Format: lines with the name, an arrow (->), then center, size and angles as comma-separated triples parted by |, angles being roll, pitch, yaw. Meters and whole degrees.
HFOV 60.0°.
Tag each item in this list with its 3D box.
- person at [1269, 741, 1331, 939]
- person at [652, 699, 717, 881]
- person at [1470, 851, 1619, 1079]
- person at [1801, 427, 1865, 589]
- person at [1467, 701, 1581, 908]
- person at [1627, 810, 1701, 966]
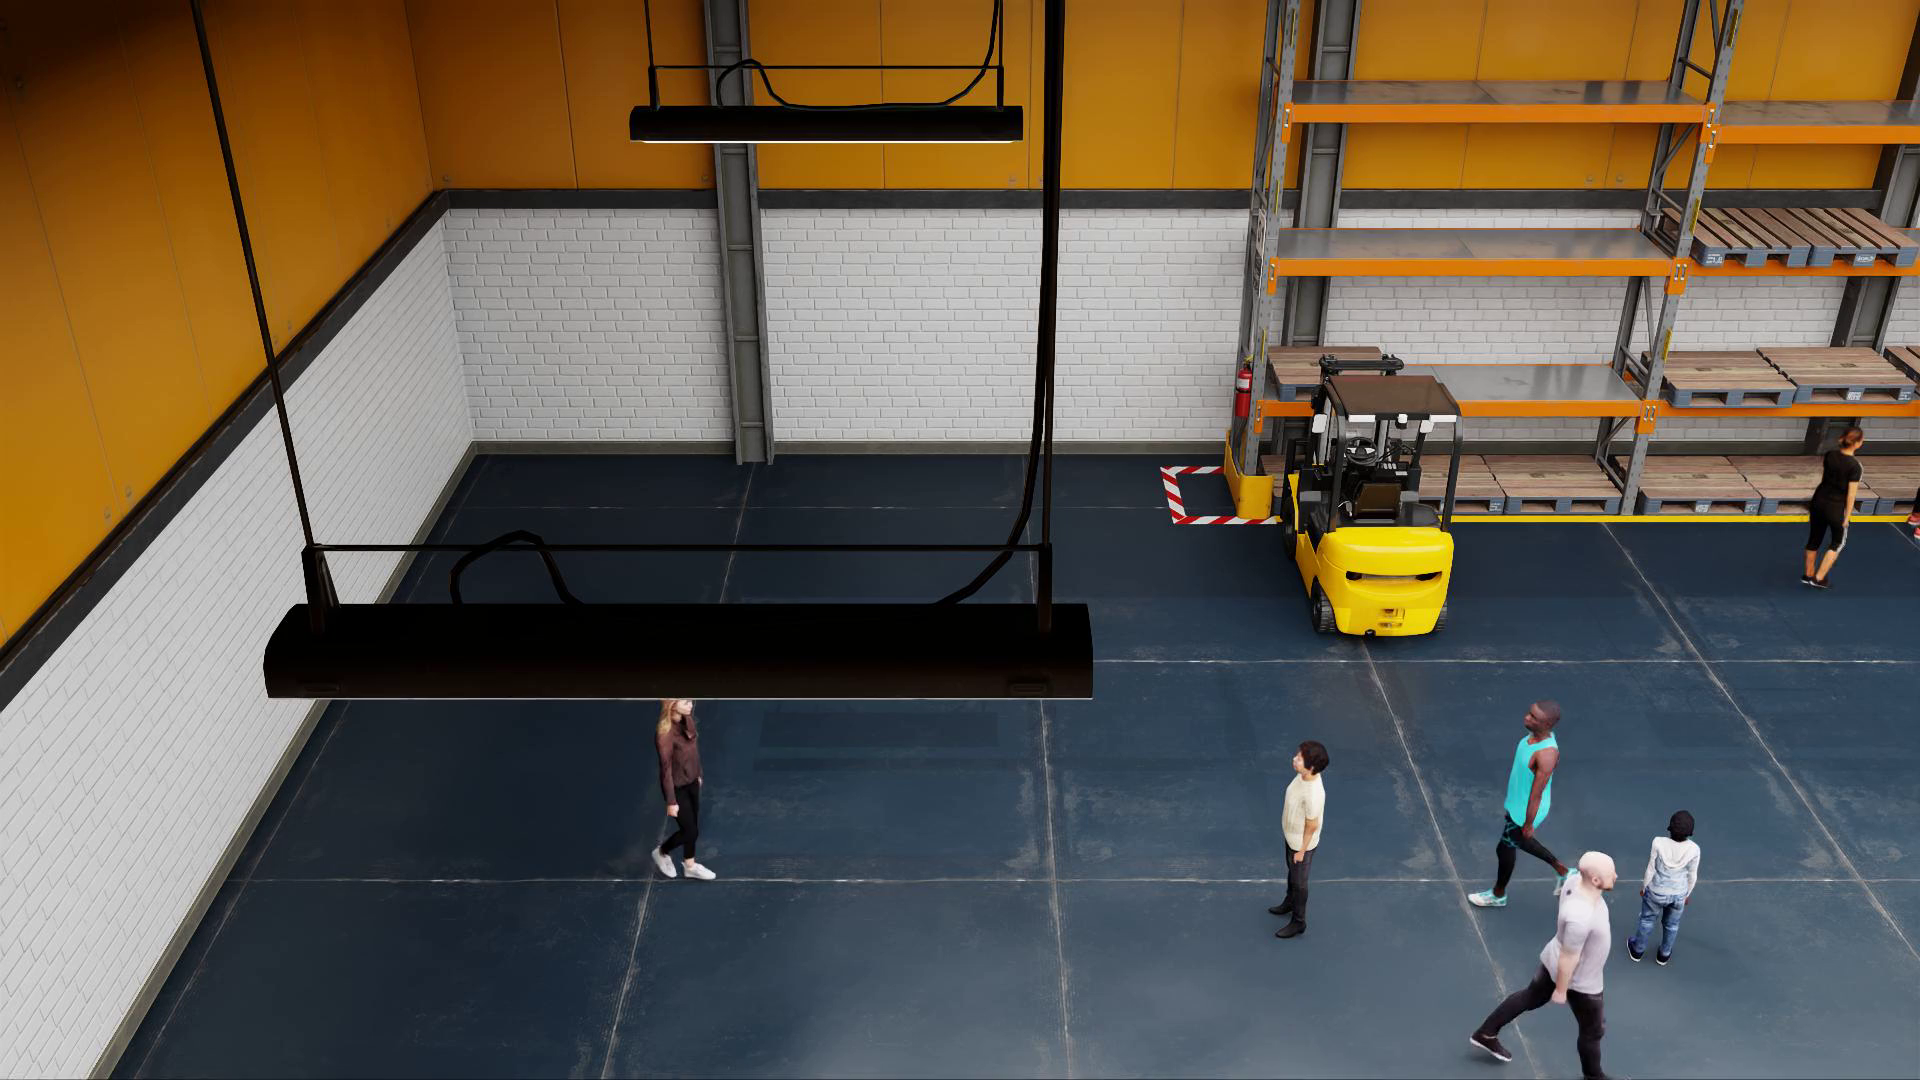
person -> 2.366, 2.063, 11.553 | 0.470, 1.587, 0.592 | 1, 29, 1
person -> -2.083, 1.756, 11.999 | 0.779, 1.698, 0.718 | 9, 30, 15
person -> 3.676, 2.642, 10.279 | 1.286, 1.791, 0.899 | 7, 29, 13
person -> 8.235, -0.302, 15.813 | 0.712, 1.660, 0.698 | -12, 31, -22
person -> 4.065, 1.897, 11.647 | 1.029, 1.787, 0.740 | 5, 29, 9
person -> 4.817, 2.364, 11.342 | 0.500, 1.261, 0.592 | 8, 30, 14
